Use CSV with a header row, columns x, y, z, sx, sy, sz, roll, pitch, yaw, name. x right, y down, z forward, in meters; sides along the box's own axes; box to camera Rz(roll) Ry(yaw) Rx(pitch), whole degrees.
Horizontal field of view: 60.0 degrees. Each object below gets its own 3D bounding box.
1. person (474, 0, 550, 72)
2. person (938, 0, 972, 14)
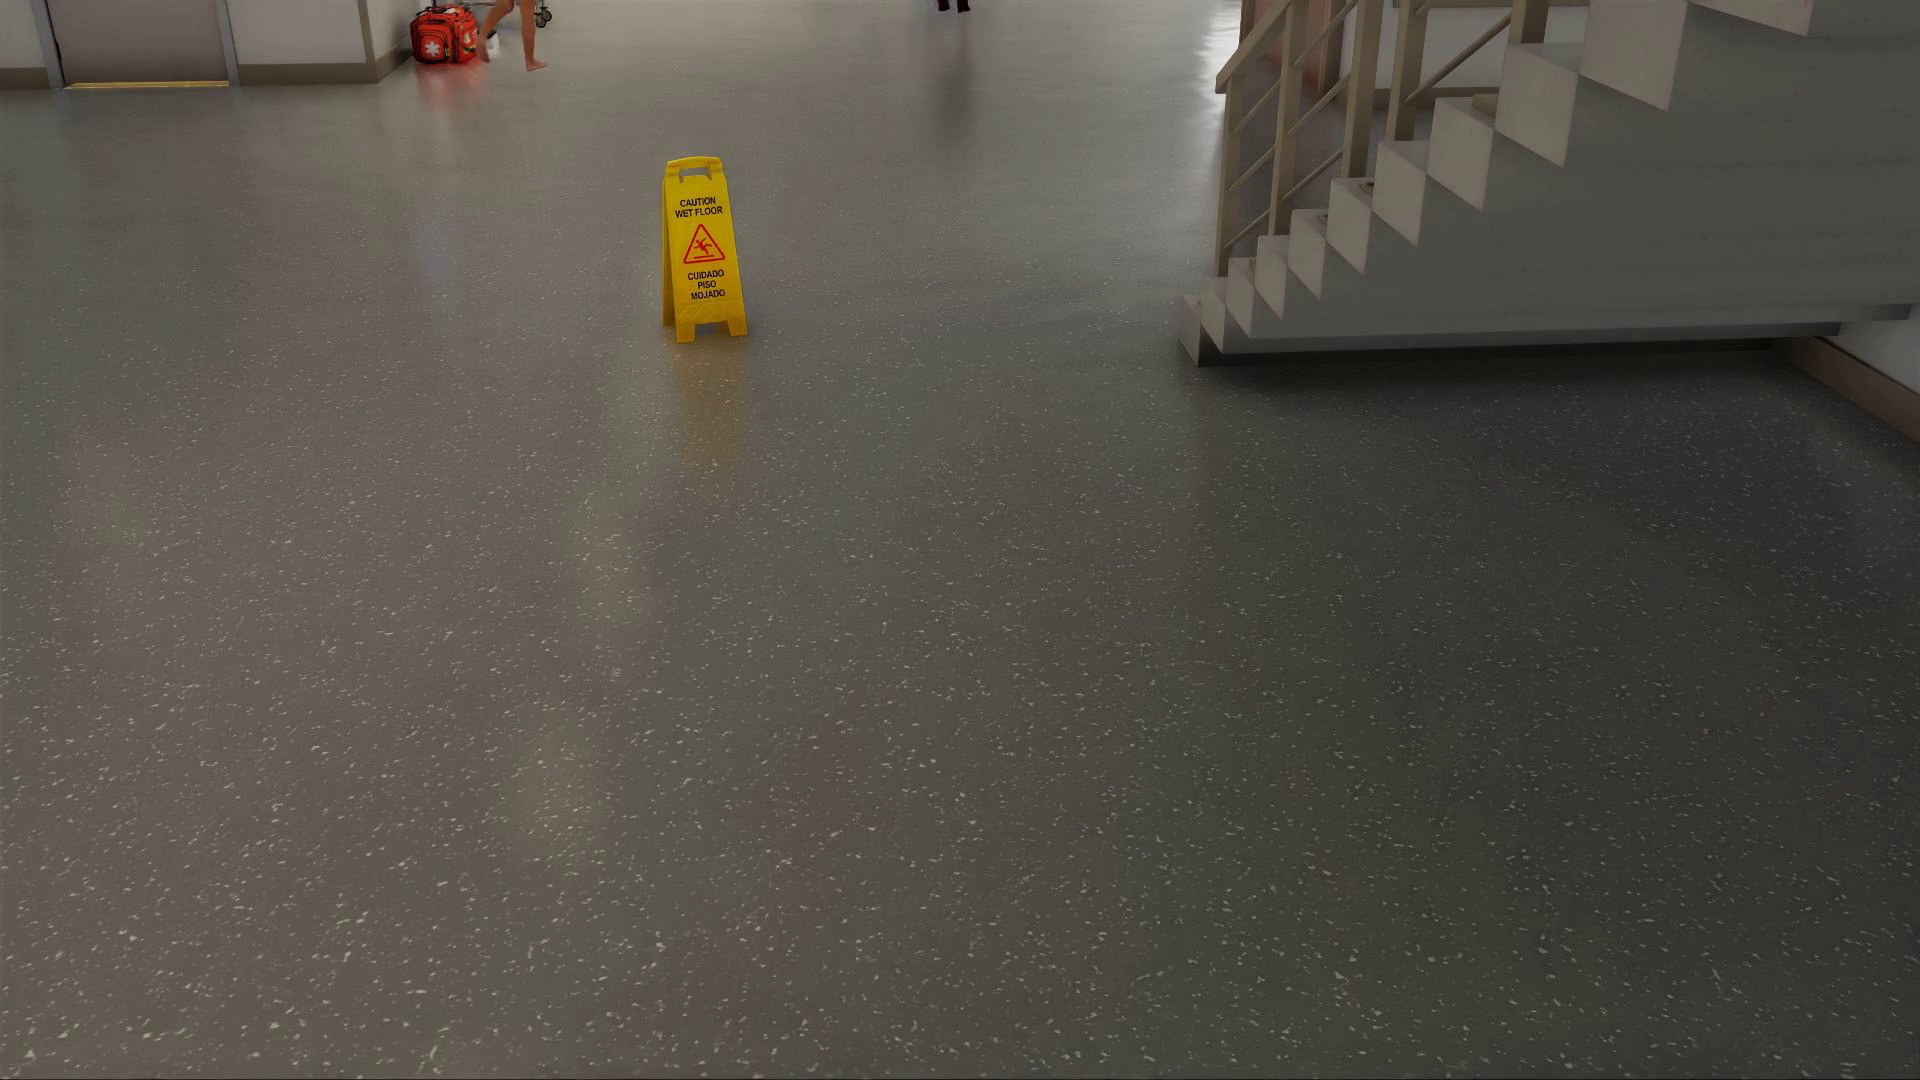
x,y,z,sx,sy,sz,roll,pitch,yaw,name
-3.591,-4.517,12.993,0.881,1.714,0.990,15,29,28,person
-0.053,-5.995,16.062,0.657,1.711,0.657,10,27,19,person
